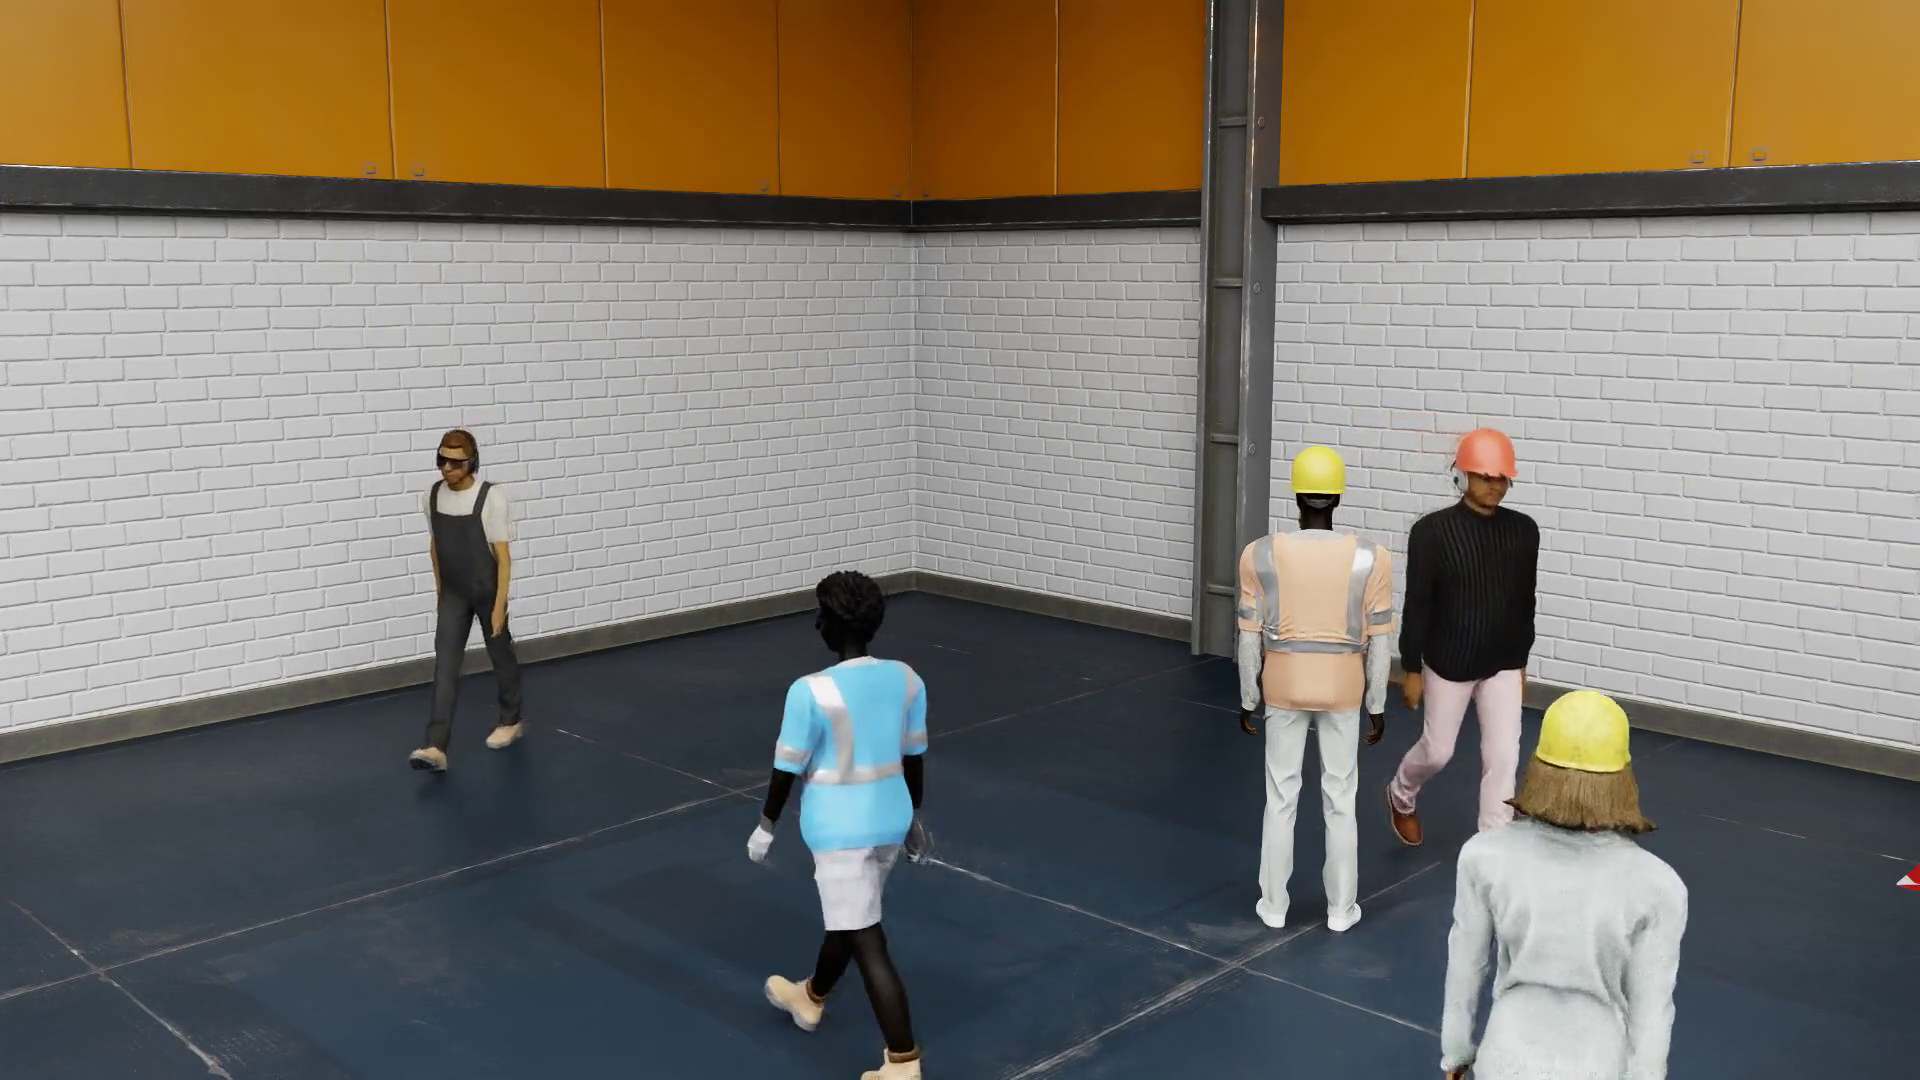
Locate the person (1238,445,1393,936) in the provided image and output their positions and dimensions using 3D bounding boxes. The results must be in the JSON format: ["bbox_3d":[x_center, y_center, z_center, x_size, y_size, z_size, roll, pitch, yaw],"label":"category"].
[{"bbox_3d":[1.379,0.593,6.514,0.589,1.930,0.360,2,9,12],"label":"person"}]

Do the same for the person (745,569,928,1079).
[{"bbox_3d":[-0.382,0.919,5.358,0.888,1.644,0.551,8,12,41],"label":"person"}]

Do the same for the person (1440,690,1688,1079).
[{"bbox_3d":[1.277,1.179,3.615,0.497,1.710,0.839,5,11,29],"label":"person"}]

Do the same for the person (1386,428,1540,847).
[{"bbox_3d":[2.130,0.488,7.066,0.631,1.964,0.907,-2,9,-11],"label":"person"}]

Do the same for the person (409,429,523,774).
[{"bbox_3d":[-2.584,0.303,8.722,0.515,1.775,1.018,2,9,11],"label":"person"}]
